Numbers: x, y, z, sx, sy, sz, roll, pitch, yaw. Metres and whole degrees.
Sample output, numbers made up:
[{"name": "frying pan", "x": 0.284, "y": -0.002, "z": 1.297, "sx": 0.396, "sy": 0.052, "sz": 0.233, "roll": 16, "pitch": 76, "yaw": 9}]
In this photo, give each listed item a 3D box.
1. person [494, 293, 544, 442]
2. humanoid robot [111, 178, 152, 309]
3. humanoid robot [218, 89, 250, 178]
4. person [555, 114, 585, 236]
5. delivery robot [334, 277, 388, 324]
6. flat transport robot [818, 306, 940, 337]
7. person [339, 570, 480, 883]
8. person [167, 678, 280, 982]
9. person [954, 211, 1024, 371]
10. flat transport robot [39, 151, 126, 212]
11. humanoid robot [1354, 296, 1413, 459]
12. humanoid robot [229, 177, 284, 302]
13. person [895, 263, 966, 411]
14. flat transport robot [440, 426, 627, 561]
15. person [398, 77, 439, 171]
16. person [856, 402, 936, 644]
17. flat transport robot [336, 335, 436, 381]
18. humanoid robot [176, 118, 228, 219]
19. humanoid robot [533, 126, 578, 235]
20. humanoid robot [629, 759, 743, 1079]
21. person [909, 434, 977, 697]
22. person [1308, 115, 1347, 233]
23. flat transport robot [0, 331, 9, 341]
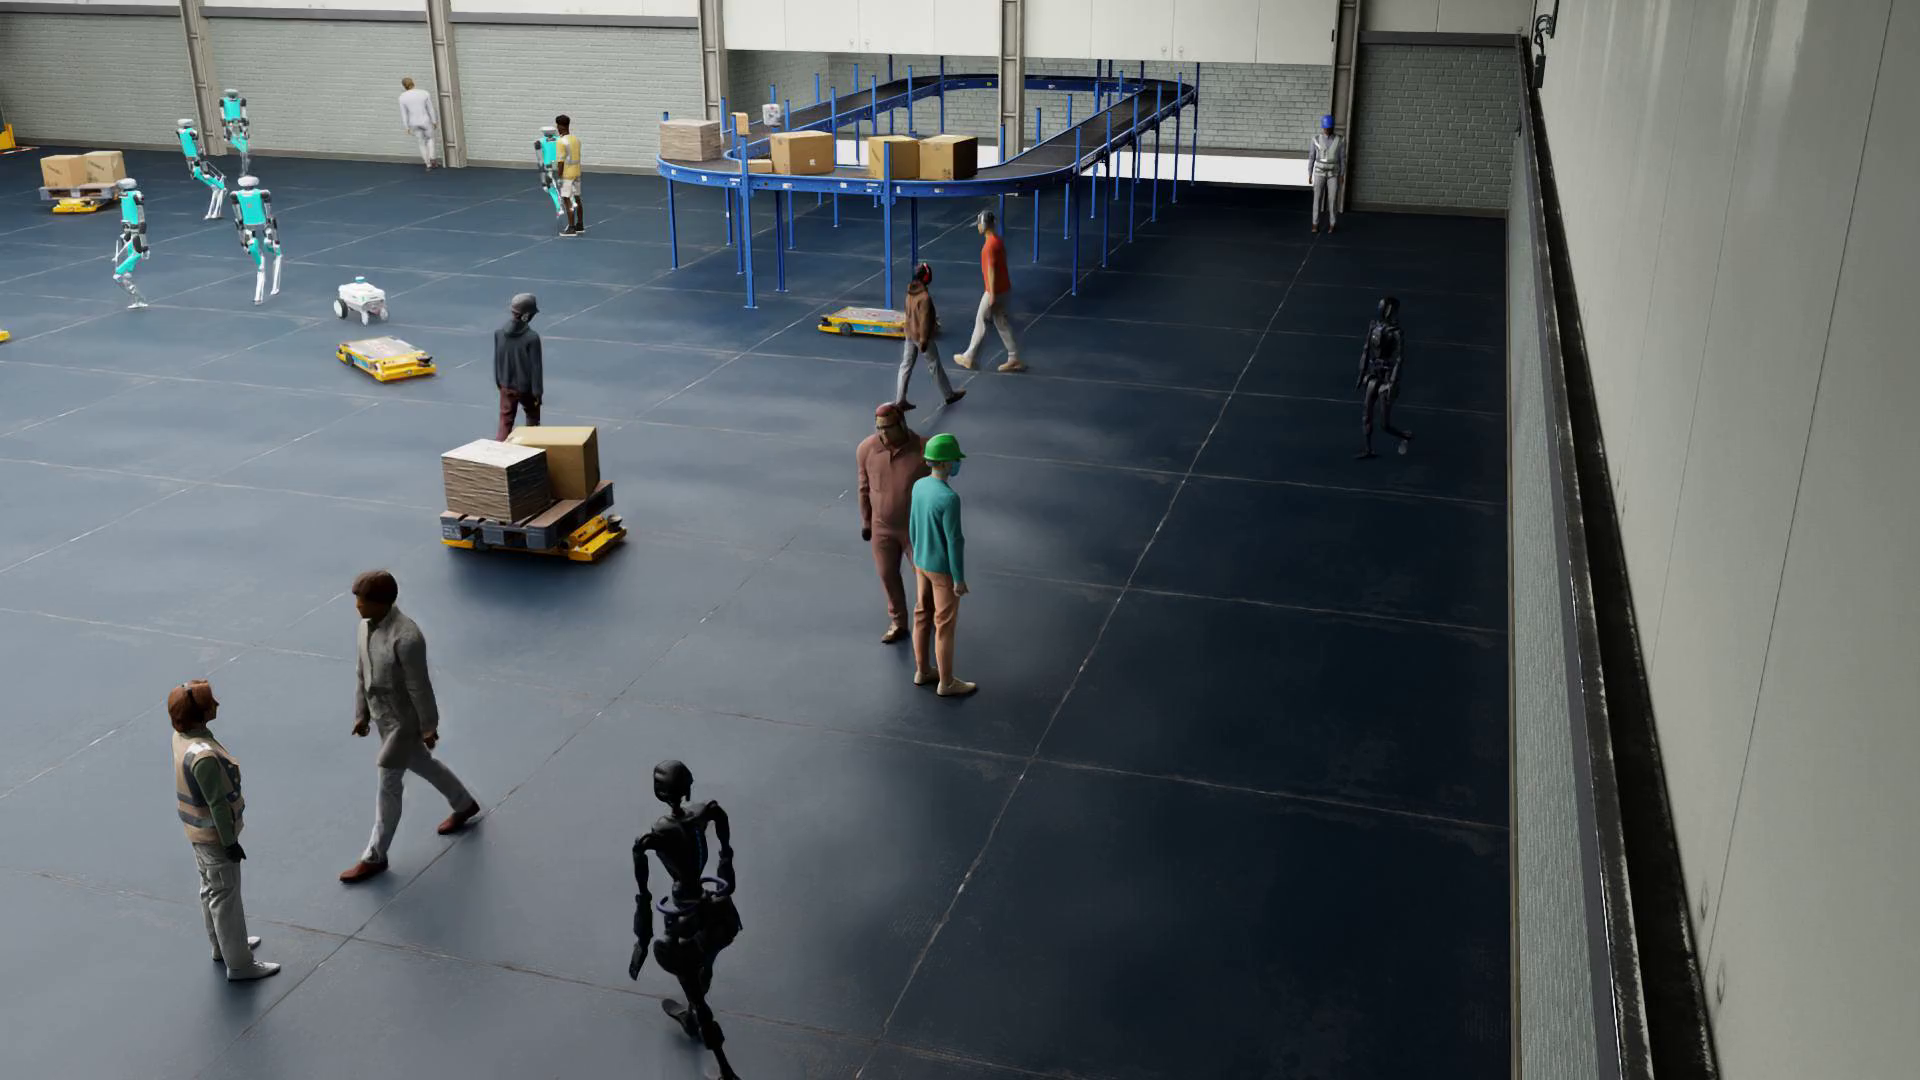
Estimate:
[{"name": "person", "x": -4.261, "y": -1.490, "z": 15.963, "sx": 0.559, "sy": 1.766, "sz": 0.845, "roll": 4, "pitch": 22, "yaw": 11}, {"name": "humanoid robot", "x": -11.216, "y": -3.897, "z": 22.273, "sx": 0.556, "sy": 1.807, "sz": 0.721, "roll": 16, "pitch": 26, "yaw": 35}, {"name": "humanoid robot", "x": -14.205, "y": -7.970, "z": 32.849, "sx": 0.562, "sy": 1.770, "sz": 0.944, "roll": -15, "pitch": 25, "yaw": -33}, {"name": "person", "x": -6.451, "y": -6.018, "z": 27.438, "sx": 0.363, "sy": 1.960, "sz": 0.601, "roll": 7, "pitch": 22, "yaw": 16}, {"name": "delivery robot", "x": -7.938, "y": -3.180, "z": 22.054, "sx": 0.792, "sy": 0.614, "sz": 0.499, "roll": 20, "pitch": 28, "yaw": 41}, {"name": "flat transport robot", "x": -1.041, "y": -2.785, "z": 21.401, "sx": 1.431, "sy": 0.231, "sz": 0.659, "roll": 8, "pitch": 23, "yaw": 20}, {"name": "person", "x": -3.207, "y": 0.992, "z": 9.500, "sx": 0.521, "sy": 1.786, "sz": 0.945, "roll": 19, "pitch": 28, "yaw": 40}, {"name": "person", "x": -3.781, "y": 1.471, "z": 8.449, "sx": 0.305, "sy": 1.644, "sz": 0.511, "roll": -16, "pitch": 26, "yaw": -35}, {"name": "person", "x": 0.369, "y": -2.910, "z": 19.526, "sx": 0.852, "sy": 1.853, "sz": 0.570, "roll": 5, "pitch": 22, "yaw": 13}, {"name": "flat transport robot", "x": -15.820, "y": -6.152, "z": 30.135, "sx": 0.659, "sy": 0.231, "sz": 1.431, "roll": -3, "pitch": 21, "yaw": -7}, {"name": "humanoid robot", "x": 4.216, "y": -1.613, "z": 16.414, "sx": 0.576, "sy": 1.634, "sz": 0.586, "roll": -11, "pitch": 24, "yaw": -26}, {"name": "humanoid robot", "x": -9.579, "y": -4.126, "z": 22.834, "sx": 0.542, "sy": 1.761, "sz": 0.936, "roll": -2, "pitch": 21, "yaw": -5}, {"name": "person", "x": -0.354, "y": -2.207, "z": 18.033, "sx": 0.868, "sy": 1.607, "sz": 0.456, "roll": -13, "pitch": 25, "yaw": -31}, {"name": "flat transport robot", "x": -3.682, "y": -0.072, "z": 14.365, "sx": 1.431, "sy": 0.231, "sz": 0.659, "roll": 6, "pitch": 22, "yaw": 15}, {"name": "person", "x": -11.019, "y": -8.463, "z": 33.881, "sx": 0.687, "sy": 1.886, "sz": 0.435, "roll": -4, "pitch": 22, "yaw": -11}, {"name": "person", "x": -0.423, "y": -0.154, "z": 12.353, "sx": 0.671, "sy": 1.877, "sz": 0.568, "roll": 5, "pitch": 22, "yaw": 12}, {"name": "flat transport robot", "x": -6.850, "y": -2.170, "z": 19.807, "sx": 0.659, "sy": 0.231, "sz": 1.431, "roll": -17, "pitch": 27, "yaw": -36}, {"name": "humanoid robot", "x": -12.992, "y": -6.406, "z": 28.691, "sx": 0.532, "sy": 1.745, "sz": 0.730, "roll": 14, "pitch": 25, "yaw": 32}, {"name": "humanoid robot", "x": -6.585, "y": -5.857, "z": 27.401, "sx": 0.554, "sy": 1.821, "sz": 0.762, "roll": -17, "pitch": 27, "yaw": -37}, {"name": "humanoid robot", "x": -1.284, "y": 1.752, "z": 7.710, "sx": 0.705, "sy": 1.637, "sz": 0.599, "roll": 18, "pitch": 28, "yaw": 39}, {"name": "person", "x": -0.142, "y": 0.170, "z": 11.509, "sx": 0.363, "sy": 1.872, "sz": 0.511, "roll": -15, "pitch": 26, "yaw": -35}, {"name": "person", "x": 6.095, "y": -6.092, "z": 27.677, "sx": 0.611, "sy": 1.933, "sz": 0.412, "roll": 5, "pitch": 22, "yaw": 13}, {"name": "flat transport robot", "x": -12.485, "y": -2.408, "z": 20.423, "sx": 0.659, "sy": 0.231, "sz": 1.431, "roll": 4, "pitch": 21, "yaw": 10}]
